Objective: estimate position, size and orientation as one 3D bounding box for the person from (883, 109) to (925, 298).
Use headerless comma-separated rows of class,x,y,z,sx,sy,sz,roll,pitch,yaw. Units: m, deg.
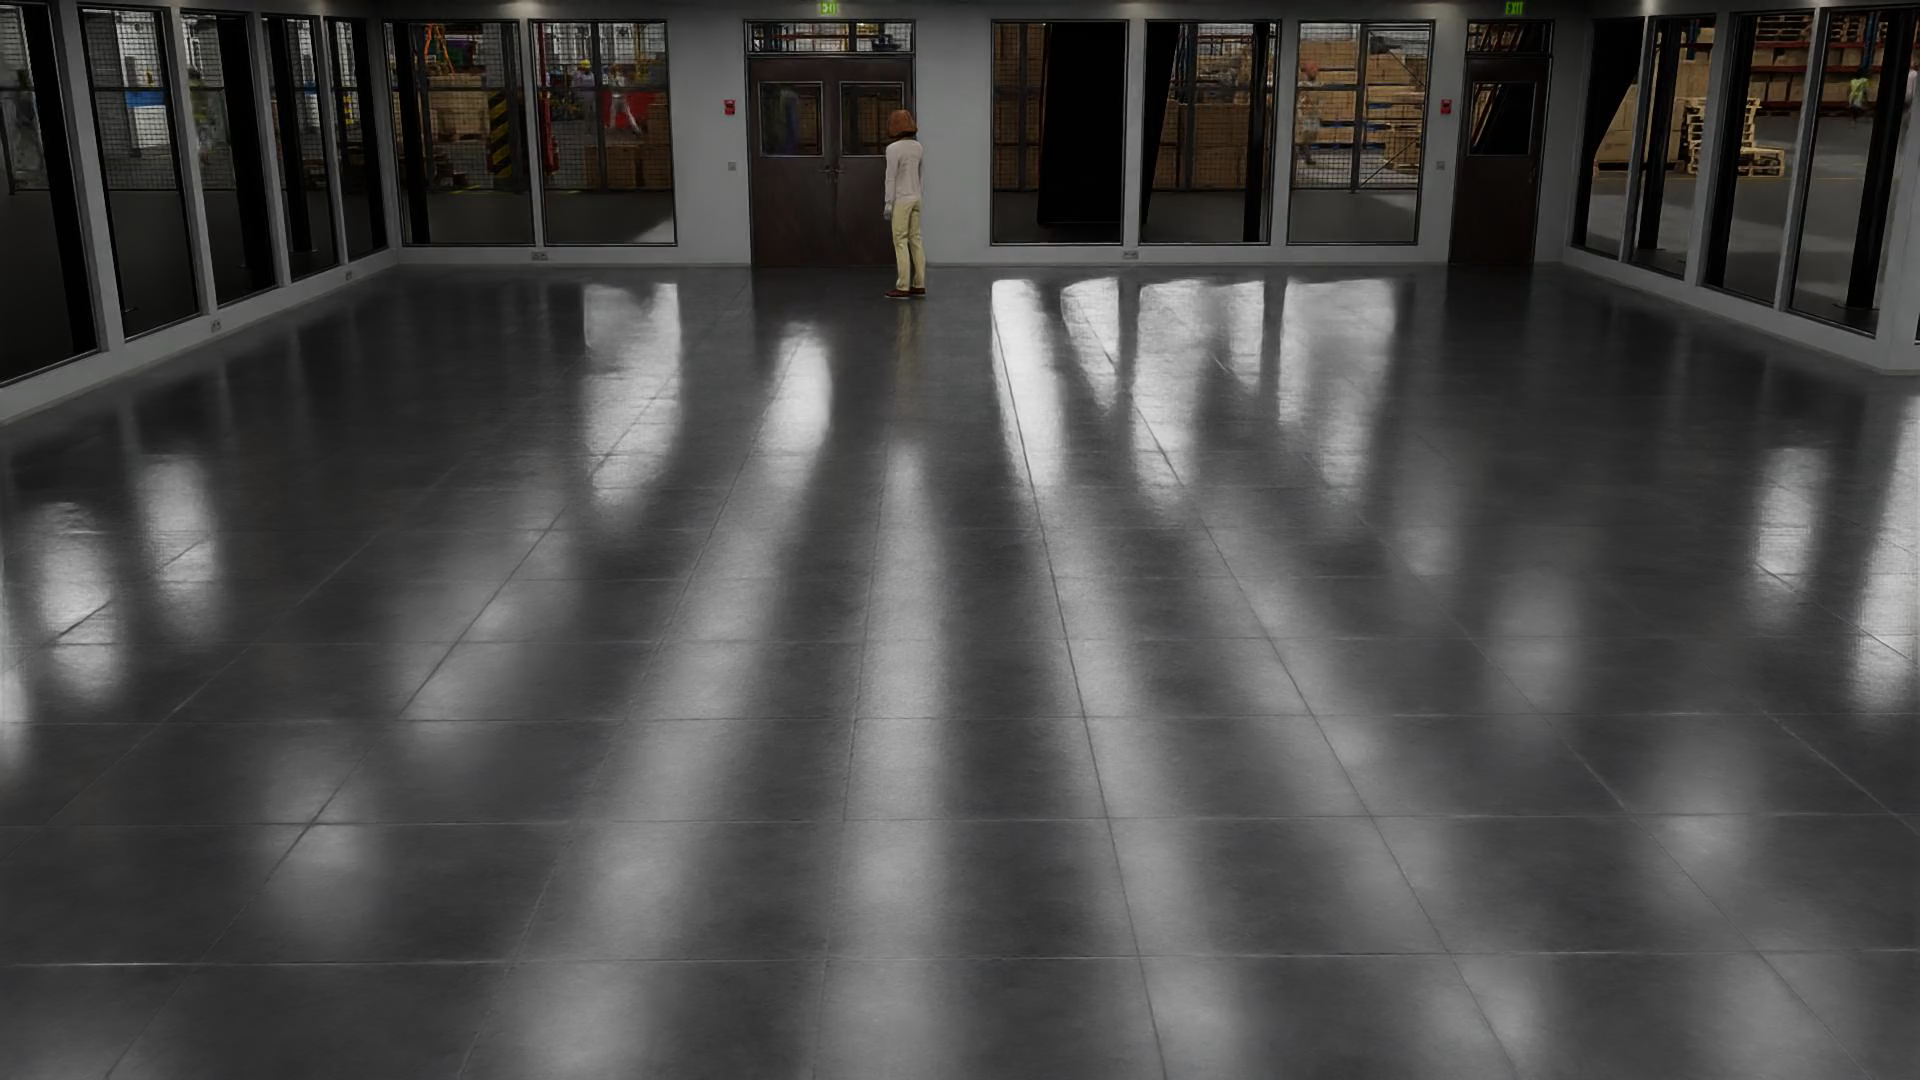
person,-0.488,-2.946,14.622,0.279,1.624,0.494,10,19,31
